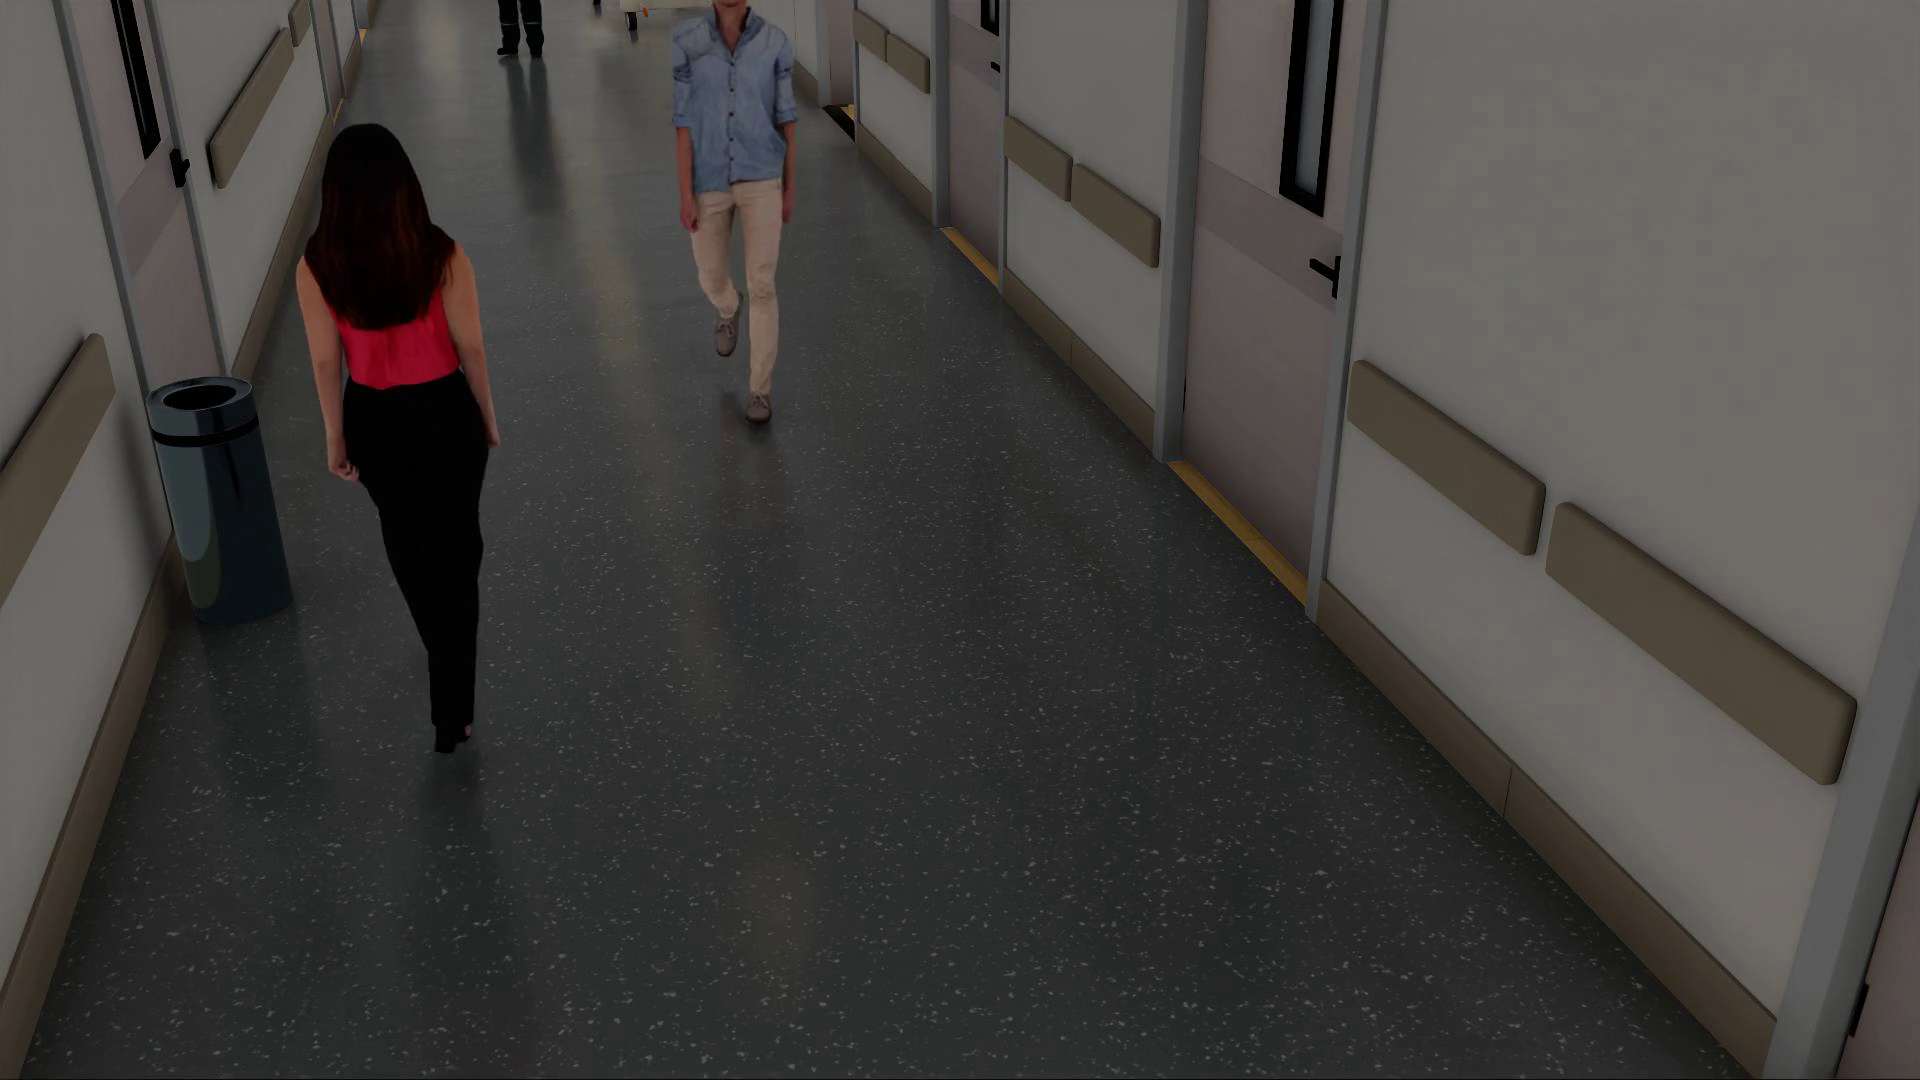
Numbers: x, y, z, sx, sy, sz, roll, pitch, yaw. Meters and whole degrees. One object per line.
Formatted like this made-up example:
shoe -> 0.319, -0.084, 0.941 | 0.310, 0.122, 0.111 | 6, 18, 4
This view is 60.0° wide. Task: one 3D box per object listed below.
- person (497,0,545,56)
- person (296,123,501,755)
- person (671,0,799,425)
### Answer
person -> -3.797, -5.066, 14.120 | 0.588, 1.842, 0.749 | -1, 26, -2
person -> -1.415, -0.214, 4.320 | 1.058, 1.618, 0.739 | -4, 26, -8
person -> -0.890, -1.428, 6.596 | 1.030, 1.827, 0.829 | -3, 26, -6
